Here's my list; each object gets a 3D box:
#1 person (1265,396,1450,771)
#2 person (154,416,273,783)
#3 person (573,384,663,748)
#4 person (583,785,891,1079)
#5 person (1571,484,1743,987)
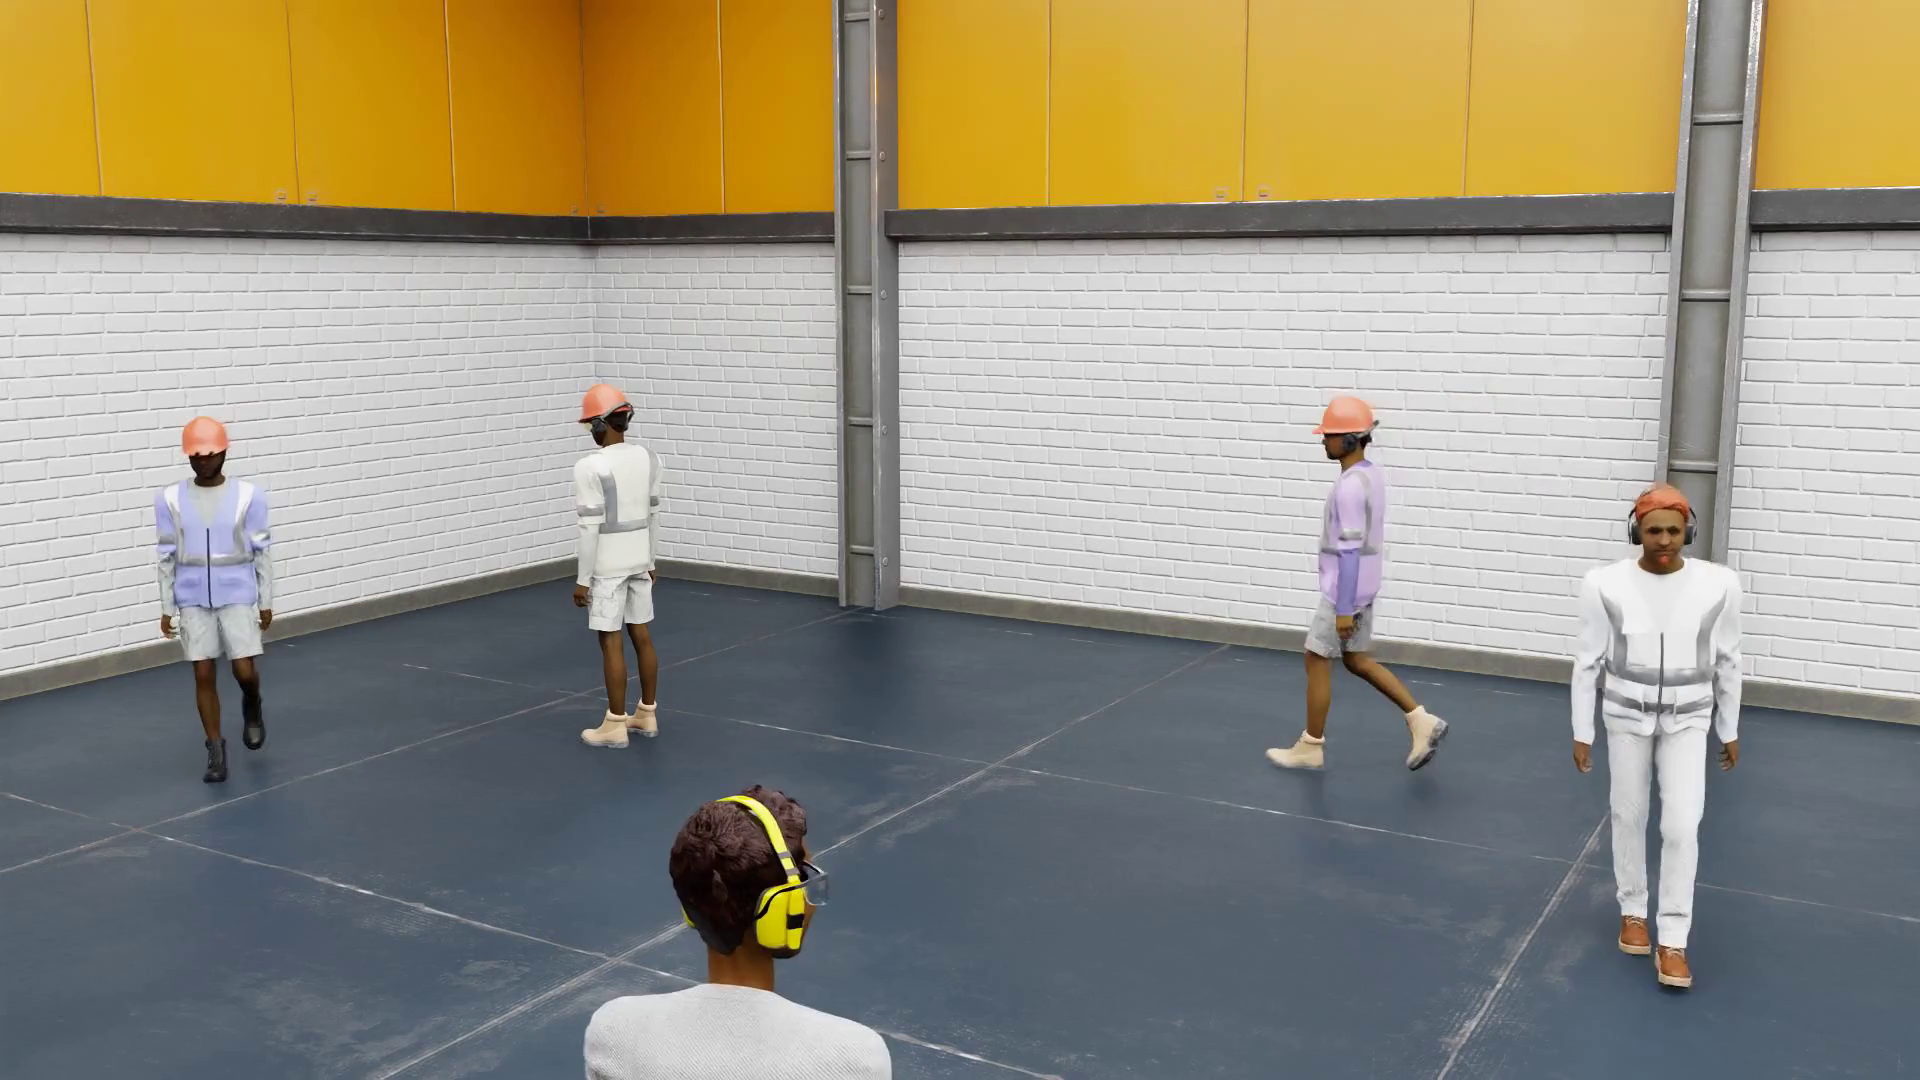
[{"bbox_3d":[2.099,0.252,8.709,0.883,2.020,0.615,4,10,25],"label":"person"},{"bbox_3d":[-3.912,0.294,8.771,0.558,1.924,0.564,-2,9,-15],"label":"person"},{"bbox_3d":[-1.938,0.145,9.329,0.382,2.038,0.606,6,11,32],"label":"person"},{"bbox_3d":[-0.333,1.306,2.621,0.519,1.865,0.335,2,9,12],"label":"person"},{"bbox_3d":[2.613,0.725,6.248,0.612,1.856,0.769,3,10,20],"label":"person"}]
